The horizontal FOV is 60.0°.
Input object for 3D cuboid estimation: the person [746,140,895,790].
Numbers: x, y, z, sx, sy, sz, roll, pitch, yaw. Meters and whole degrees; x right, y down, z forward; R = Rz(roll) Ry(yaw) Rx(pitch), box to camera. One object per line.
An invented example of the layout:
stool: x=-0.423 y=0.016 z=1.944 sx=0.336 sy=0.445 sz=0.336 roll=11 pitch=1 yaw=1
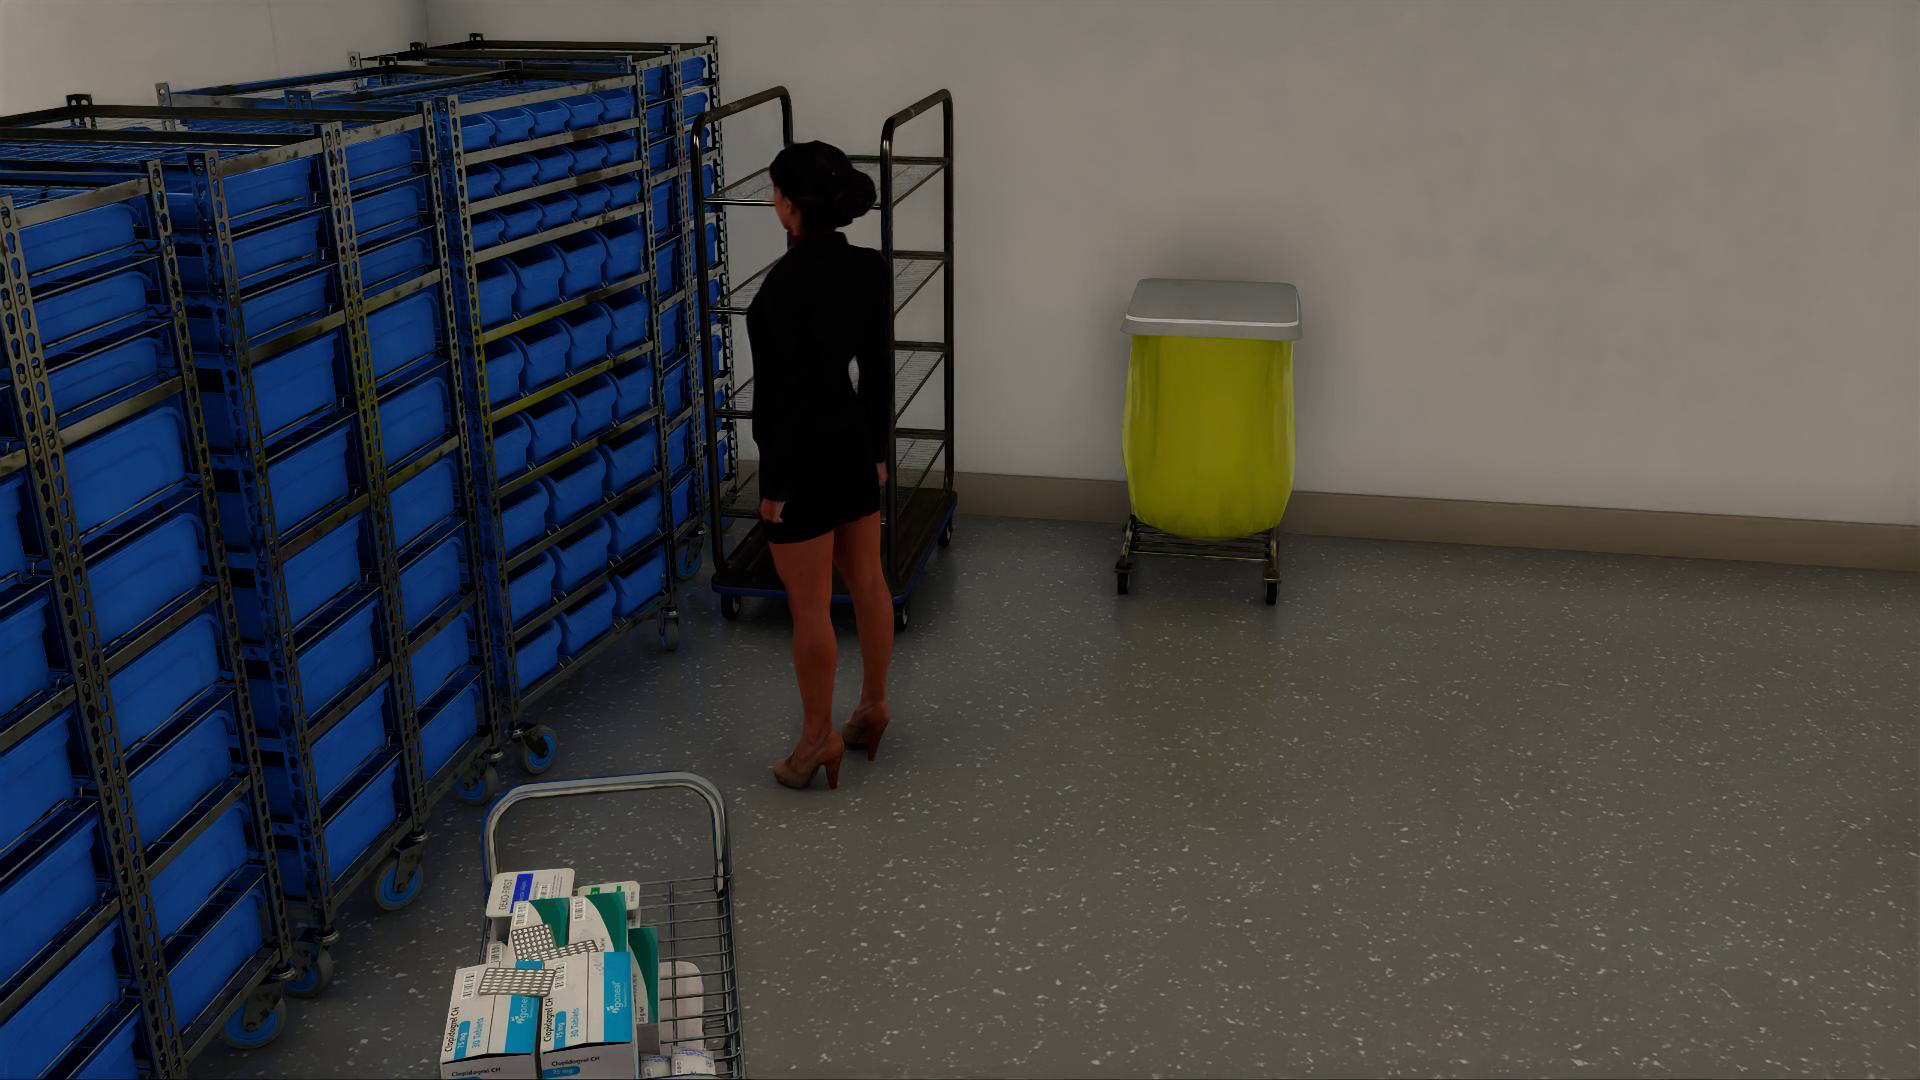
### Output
person: x=-0.336 y=-0.160 z=4.125 sx=0.751 sy=1.639 sz=0.695 roll=16 pitch=26 yaw=36
